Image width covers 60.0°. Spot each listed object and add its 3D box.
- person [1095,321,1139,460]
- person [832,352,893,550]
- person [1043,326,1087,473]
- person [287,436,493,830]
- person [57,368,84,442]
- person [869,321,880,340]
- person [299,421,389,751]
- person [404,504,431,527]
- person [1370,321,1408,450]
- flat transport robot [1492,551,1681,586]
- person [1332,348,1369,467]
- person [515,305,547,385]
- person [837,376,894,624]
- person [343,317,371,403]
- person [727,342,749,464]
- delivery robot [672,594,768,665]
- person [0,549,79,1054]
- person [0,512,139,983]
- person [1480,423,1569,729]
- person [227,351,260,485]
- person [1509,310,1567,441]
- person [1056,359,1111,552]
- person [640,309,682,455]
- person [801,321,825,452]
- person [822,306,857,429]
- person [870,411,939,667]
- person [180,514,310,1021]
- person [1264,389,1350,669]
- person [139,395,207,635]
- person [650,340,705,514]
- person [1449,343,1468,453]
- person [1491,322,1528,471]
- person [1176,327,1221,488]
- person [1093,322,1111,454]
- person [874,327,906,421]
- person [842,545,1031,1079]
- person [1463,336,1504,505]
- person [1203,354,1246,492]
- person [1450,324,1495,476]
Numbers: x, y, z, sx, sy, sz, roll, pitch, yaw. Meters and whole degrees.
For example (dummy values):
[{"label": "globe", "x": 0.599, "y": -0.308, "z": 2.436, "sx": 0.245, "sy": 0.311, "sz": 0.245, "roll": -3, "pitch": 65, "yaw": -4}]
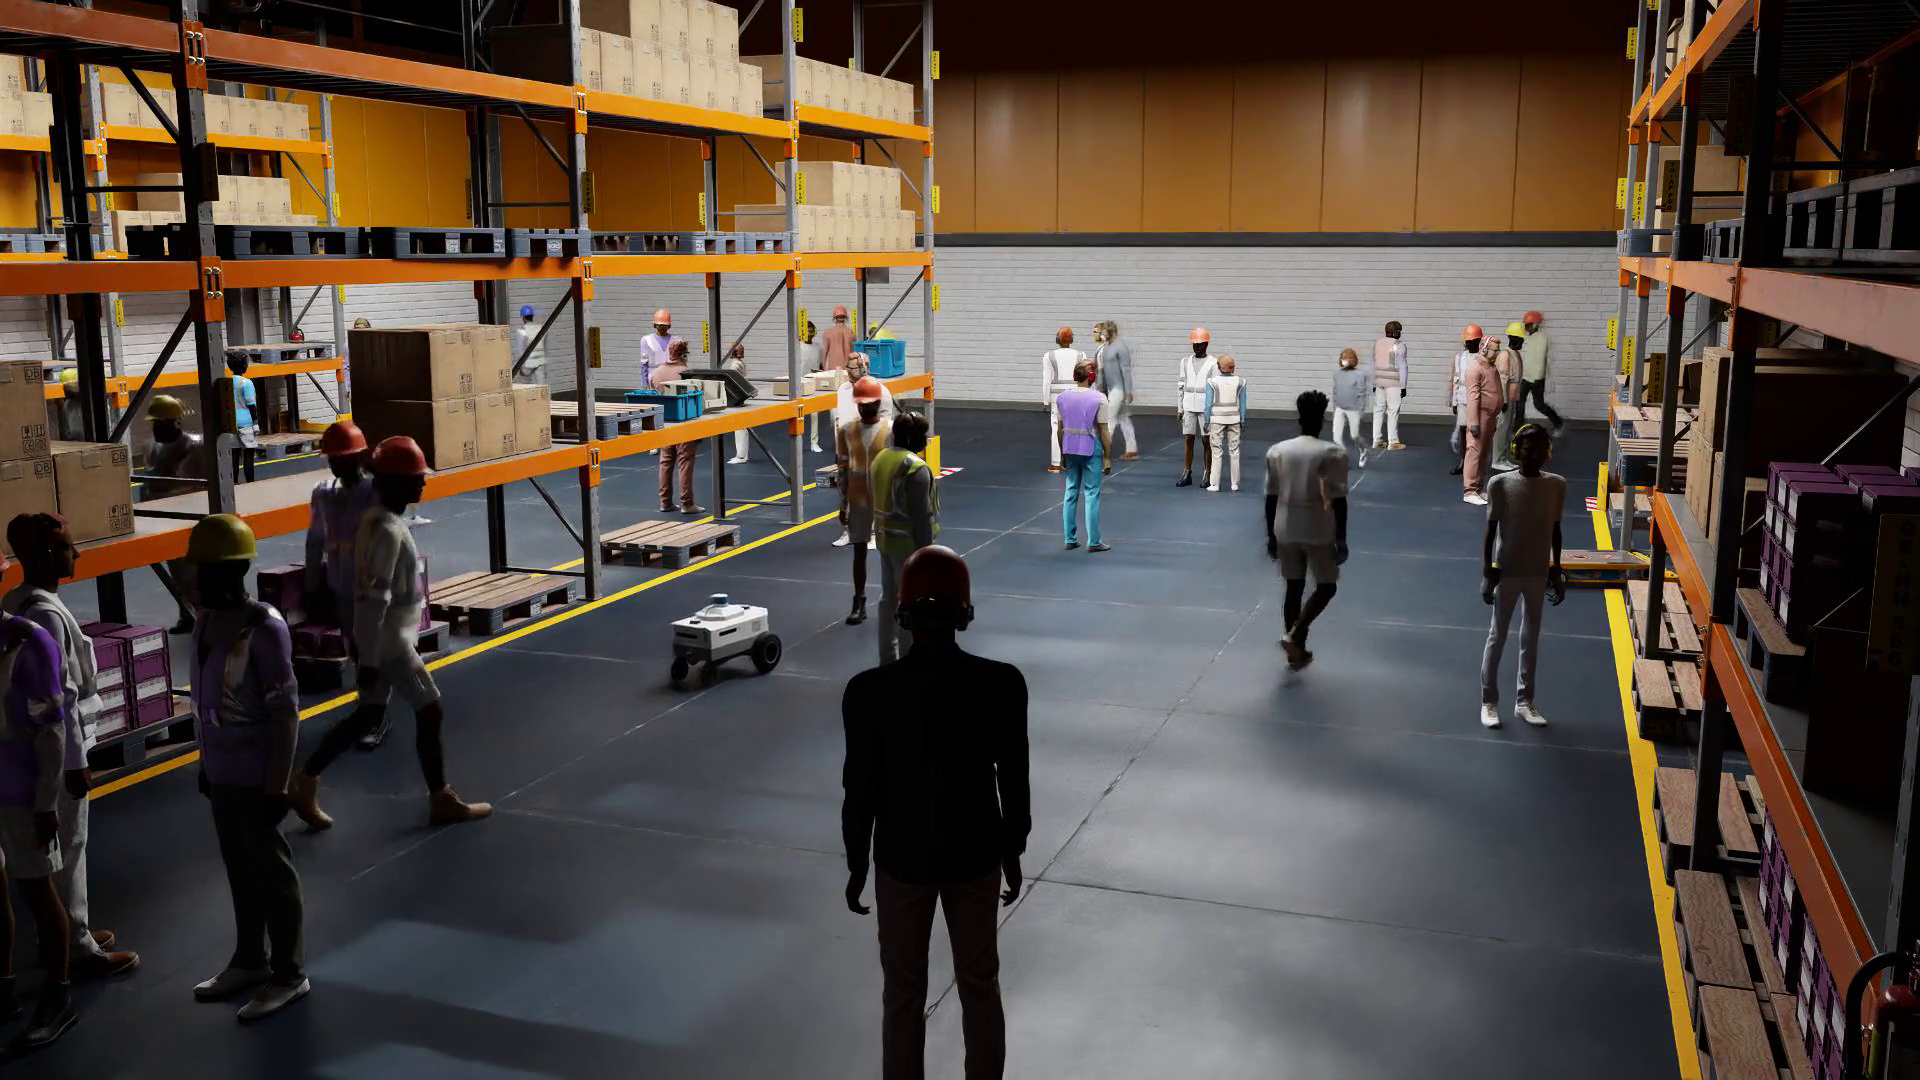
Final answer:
[{"label": "person", "x": 2.012, "y": -2.008, "z": 22.540, "sx": 0.956, "sy": 1.892, "sz": 0.652, "roll": -3, "pitch": 11, "yaw": -17}, {"label": "person", "x": -0.963, "y": -0.855, "z": 16.026, "sx": 0.641, "sy": 1.904, "sz": 0.401, "roll": 7, "pitch": 12, "yaw": 36}, {"label": "person", "x": 1.346, "y": -1.798, "z": 21.386, "sx": 0.574, "sy": 1.884, "sz": 0.356, "roll": -1, "pitch": 10, "yaw": -8}, {"label": "person", "x": -2.936, "y": 0.482, "z": 8.263, "sx": 0.991, "sy": 2.006, "sz": 0.628, "roll": -4, "pitch": 11, "yaw": -23}, {"label": "person", "x": -8.614, "y": -0.855, "z": 16.523, "sx": 0.518, "sy": 1.716, "sz": 0.534, "roll": 3, "pitch": 10, "yaw": 15}, {"label": "person", "x": -1.311, "y": -2.547, "z": 25.986, "sx": 0.543, "sy": 1.745, "sz": 0.539, "roll": 0, "pitch": 10, "yaw": -2}, {"label": "person", "x": -3.549, "y": 0.268, "z": 9.669, "sx": 0.569, "sy": 1.916, "sz": 0.628, "roll": 4, "pitch": 11, "yaw": 22}, {"label": "person", "x": -5.826, "y": -1.067, "z": 17.340, "sx": 0.536, "sy": 1.860, "sz": 0.312, "roll": 4, "pitch": 11, "yaw": 23}, {"label": "person", "x": 6.180, "y": -2.221, "z": 23.888, "sx": 0.429, "sy": 1.842, "sz": 0.633, "roll": -7, "pitch": 12, "yaw": -33}, {"label": "flat transport robot", "x": 5.439, "y": 0.238, "z": 14.464, "sx": 1.431, "sy": 0.197, "sz": 0.652, "roll": 1, "pitch": 10, "yaw": 4}, {"label": "person", "x": 5.065, "y": -1.690, "z": 21.554, "sx": 0.506, "sy": 1.610, "sz": 0.700, "roll": 10, "pitch": 14, "yaw": 43}, {"label": "person", "x": -7.230, "y": -3.013, "z": 28.137, "sx": 0.614, "sy": 1.929, "sz": 0.760, "roll": -9, "pitch": 13, "yaw": -40}, {"label": "person", "x": -0.684, "y": -0.292, "z": 12.800, "sx": 0.553, "sy": 1.932, "sz": 0.390, "roll": 2, "pitch": 10, "yaw": 11}, {"label": "person", "x": -8.125, "y": -2.068, "z": 22.756, "sx": 0.627, "sy": 1.940, "sz": 0.372, "roll": 1, "pitch": 10, "yaw": 3}, {"label": "person", "x": -2.980, "y": -1.838, "z": 22.294, "sx": 0.310, "sy": 1.642, "sz": 0.514, "roll": 0, "pitch": 10, "yaw": 3}, {"label": "delivery robot", "x": -1.626, "y": 0.611, "z": 11.301, "sx": 0.477, "sy": 0.478, "sz": 0.707, "roll": 6, "pitch": 12, "yaw": 31}, {"label": "person", "x": -3.504, "y": 0.907, "z": 6.029, "sx": 0.542, "sy": 1.929, "sz": 0.368, "roll": 3, "pitch": 10, "yaw": 15}, {"label": "person", "x": -3.598, "y": 0.822, "z": 6.640, "sx": 0.356, "sy": 1.883, "sz": 0.573, "roll": -9, "pitch": 13, "yaw": -41}, {"label": "person", "x": 3.424, "y": 0.217, "z": 10.093, "sx": 0.513, "sy": 1.867, "sz": 0.331, "roll": -1, "pitch": 10, "yaw": -3}, {"label": "person", "x": -8.350, "y": -1.341, "z": 19.341, "sx": 0.532, "sy": 1.696, "sz": 0.319, "roll": 5, "pitch": 11, "yaw": 27}, {"label": "person", "x": 8.624, "y": -2.444, "z": 24.817, "sx": 0.870, "sy": 1.960, "sz": 0.605, "roll": -3, "pitch": 10, "yaw": -16}, {"label": "person", "x": 1.174, "y": -0.800, "z": 15.868, "sx": 0.567, "sy": 1.848, "sz": 0.389, "roll": 7, "pitch": 12, "yaw": 34}, {"label": "person", "x": -4.142, "y": -2.200, "z": 23.233, "sx": 0.605, "sy": 2.034, "sz": 0.390, "roll": -4, "pitch": 11, "yaw": -22}, {"label": "person", "x": -2.136, "y": -2.155, "z": 23.453, "sx": 0.532, "sy": 1.864, "sz": 0.312, "roll": -4, "pitch": 11, "yaw": -21}, {"label": "person", "x": -1.886, "y": -2.692, "z": 26.170, "sx": 0.670, "sy": 1.969, "sz": 0.537, "roll": -3, "pitch": 11, "yaw": -17}, {"label": "person", "x": -0.354, "y": 0.055, "z": 11.107, "sx": 0.429, "sy": 1.835, "sz": 0.631, "roll": -6, "pitch": 12, "yaw": -30}, {"label": "person", "x": -2.741, "y": 0.851, "z": 6.338, "sx": 0.594, "sy": 1.928, "sz": 0.361, "roll": 8, "pitch": 13, "yaw": 39}, {"label": "person", "x": 2.333, "y": -0.051, "z": 11.362, "sx": 0.611, "sy": 1.945, "sz": 0.554, "roll": 8, "pitch": 13, "yaw": 37}, {"label": "person", "x": -5.876, "y": -0.179, "z": 12.454, "sx": 0.607, "sy": 1.814, "sz": 0.432, "roll": 4, "pitch": 11, "yaw": 20}, {"label": "person", "x": -3.061, "y": -1.232, "z": 18.168, "sx": 0.647, "sy": 1.901, "sz": 0.403, "roll": 6, "pitch": 12, "yaw": 29}, {"label": "person", "x": 6.984, "y": -2.012, "z": 23.025, "sx": 0.521, "sy": 1.730, "sz": 0.831, "roll": -3, "pitch": 10, "yaw": -16}, {"label": "person", "x": 7.170, "y": -1.867, "z": 21.660, "sx": 0.382, "sy": 1.923, "sz": 0.593, "roll": 6, "pitch": 12, "yaw": 32}, {"label": "person", "x": 2.878, "y": -1.592, "z": 20.077, "sx": 0.545, "sy": 1.939, "sz": 0.354, "roll": 5, "pitch": 11, "yaw": 27}, {"label": "person", "x": 2.000, "y": -2.126, "z": 23.352, "sx": 0.345, "sy": 1.843, "sz": 0.504, "roll": 1, "pitch": 10, "yaw": 6}, {"label": "person", "x": -0.989, "y": -2.016, "z": 22.825, "sx": 0.602, "sy": 1.812, "sz": 0.709, "roll": 6, "pitch": 12, "yaw": 29}, {"label": "person", "x": -0.077, "y": 1.002, "z": 5.305, "sx": 0.612, "sy": 1.995, "sz": 0.382, "roll": -2, "pitch": 10, "yaw": -14}, {"label": "person", "x": 5.944, "y": -1.358, "z": 18.865, "sx": 0.409, "sy": 1.903, "sz": 0.638, "roll": 7, "pitch": 12, "yaw": 34}, {"label": "person", "x": 3.141, "y": -1.380, "z": 19.728, "sx": 0.524, "sy": 1.636, "sz": 0.308, "roll": -1, "pitch": 10, "yaw": -8}, {"label": "person", "x": 6.468, "y": -1.760, "z": 21.055, "sx": 0.382, "sy": 1.933, "sz": 0.542, "roll": -10, "pitch": 14, "yaw": -43}]
